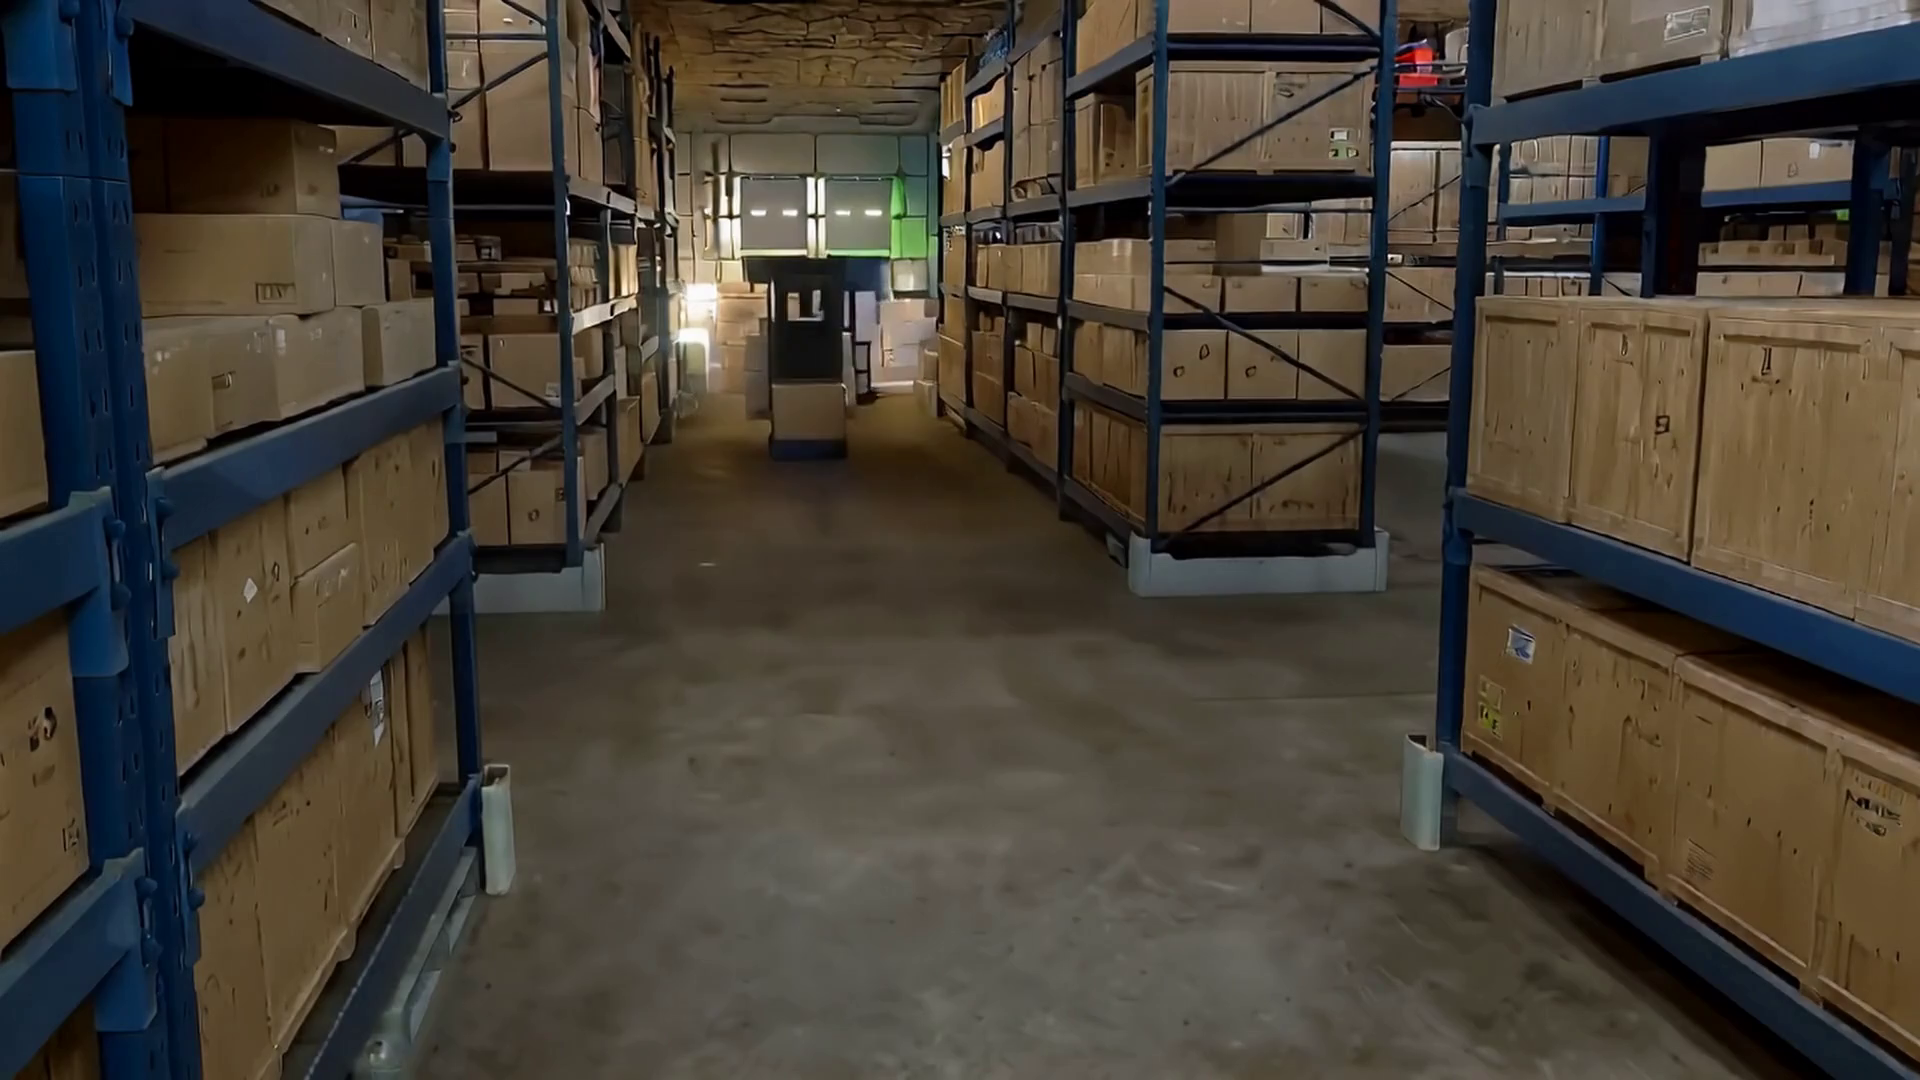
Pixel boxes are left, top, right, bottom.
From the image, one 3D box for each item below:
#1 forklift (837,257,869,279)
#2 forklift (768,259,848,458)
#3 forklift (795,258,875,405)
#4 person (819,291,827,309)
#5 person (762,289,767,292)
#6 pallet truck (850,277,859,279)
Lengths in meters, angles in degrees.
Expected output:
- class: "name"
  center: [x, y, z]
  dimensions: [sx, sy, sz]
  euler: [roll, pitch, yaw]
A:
- class: "forklift"
  center: [-3.028, -6.694, 47.538]
  dimensions: [1.129, 2.768, 1.873]
  euler: [-8, 13, -40]
- class: "forklift"
  center: [-2.224, -2.650, 23.992]
  dimensions: [1.129, 2.768, 1.873]
  euler: [-1, 10, -7]
- class: "forklift"
  center: [-2.619, -3.892, 31.224]
  dimensions: [1.129, 2.768, 1.873]
  euler: [6, 12, 33]
- class: "person"
  center: [-4.390, -7.341, 54.045]
  dimensions: [0.372, 1.940, 0.630]
  euler: [-7, 12, -35]
- class: "person"
  center: [-5.363, -5.941, 45.888]
  dimensions: [0.362, 1.939, 0.636]
  euler: [0, 10, 1]
- class: "pallet truck"
  center: [-3.782, -9.391, 65.808]
  dimensions: [1.885, 1.965, 0.823]
  euler: [2, 10, 10]
